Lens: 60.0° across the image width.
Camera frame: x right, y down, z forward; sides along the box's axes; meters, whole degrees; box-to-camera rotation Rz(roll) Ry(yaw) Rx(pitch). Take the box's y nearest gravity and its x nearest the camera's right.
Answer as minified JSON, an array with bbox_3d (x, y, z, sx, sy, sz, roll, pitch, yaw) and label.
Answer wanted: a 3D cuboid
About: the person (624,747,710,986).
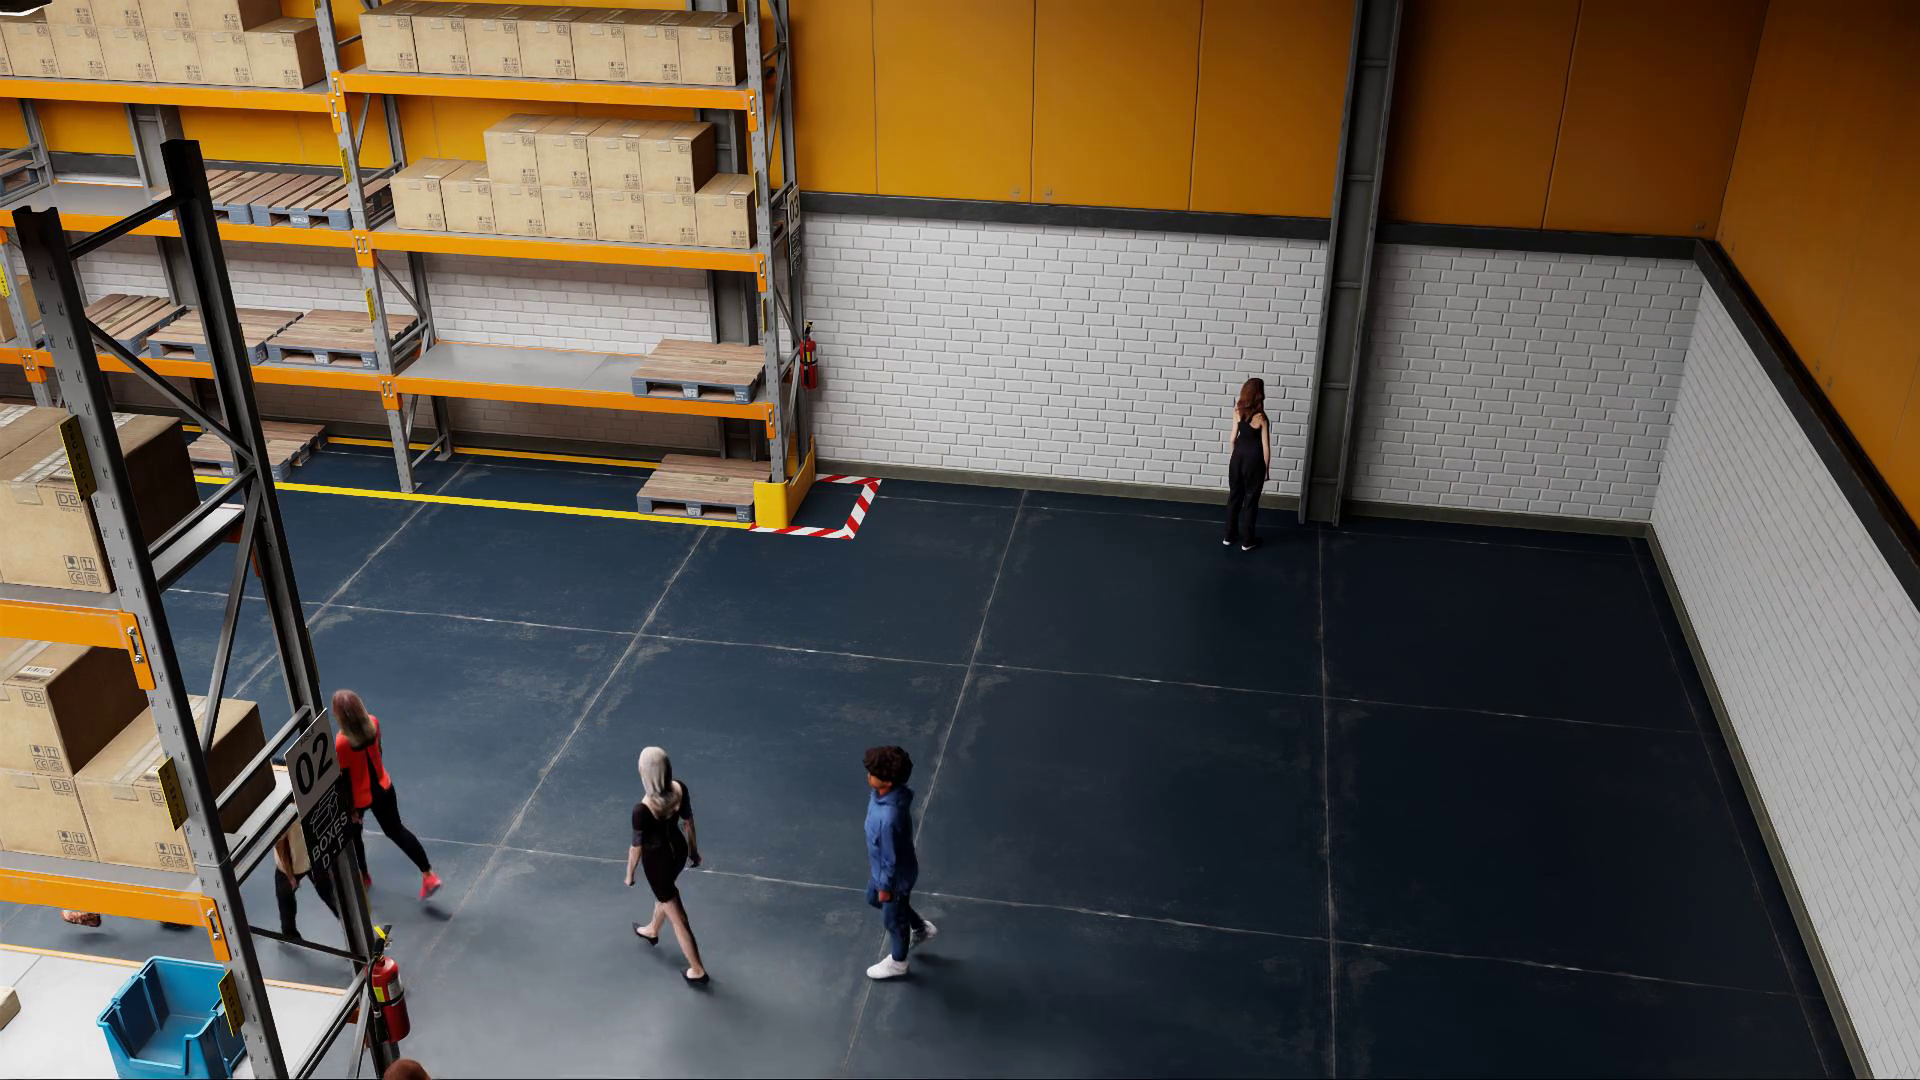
[{"bbox_3d":[-1.791,2.119,10.566,1.095,1.804,0.889,19,34,31],"label":"person"}]

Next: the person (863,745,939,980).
[{"bbox_3d":[-0.354,2.068,10.664,0.830,1.799,0.787,-4,29,-7],"label":"person"}]

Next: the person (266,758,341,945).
[{"bbox_3d":[-4.218,2.111,10.847,1.036,1.550,0.773,13,31,23],"label":"person"}]

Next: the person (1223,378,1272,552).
[{"bbox_3d":[2.733,-0.734,15.854,0.607,1.748,0.717,20,35,32],"label":"person"}]

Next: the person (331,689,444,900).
[{"bbox_3d":[-3.971,1.778,11.337,1.189,1.663,0.835,15,32,26],"label":"person"}]
